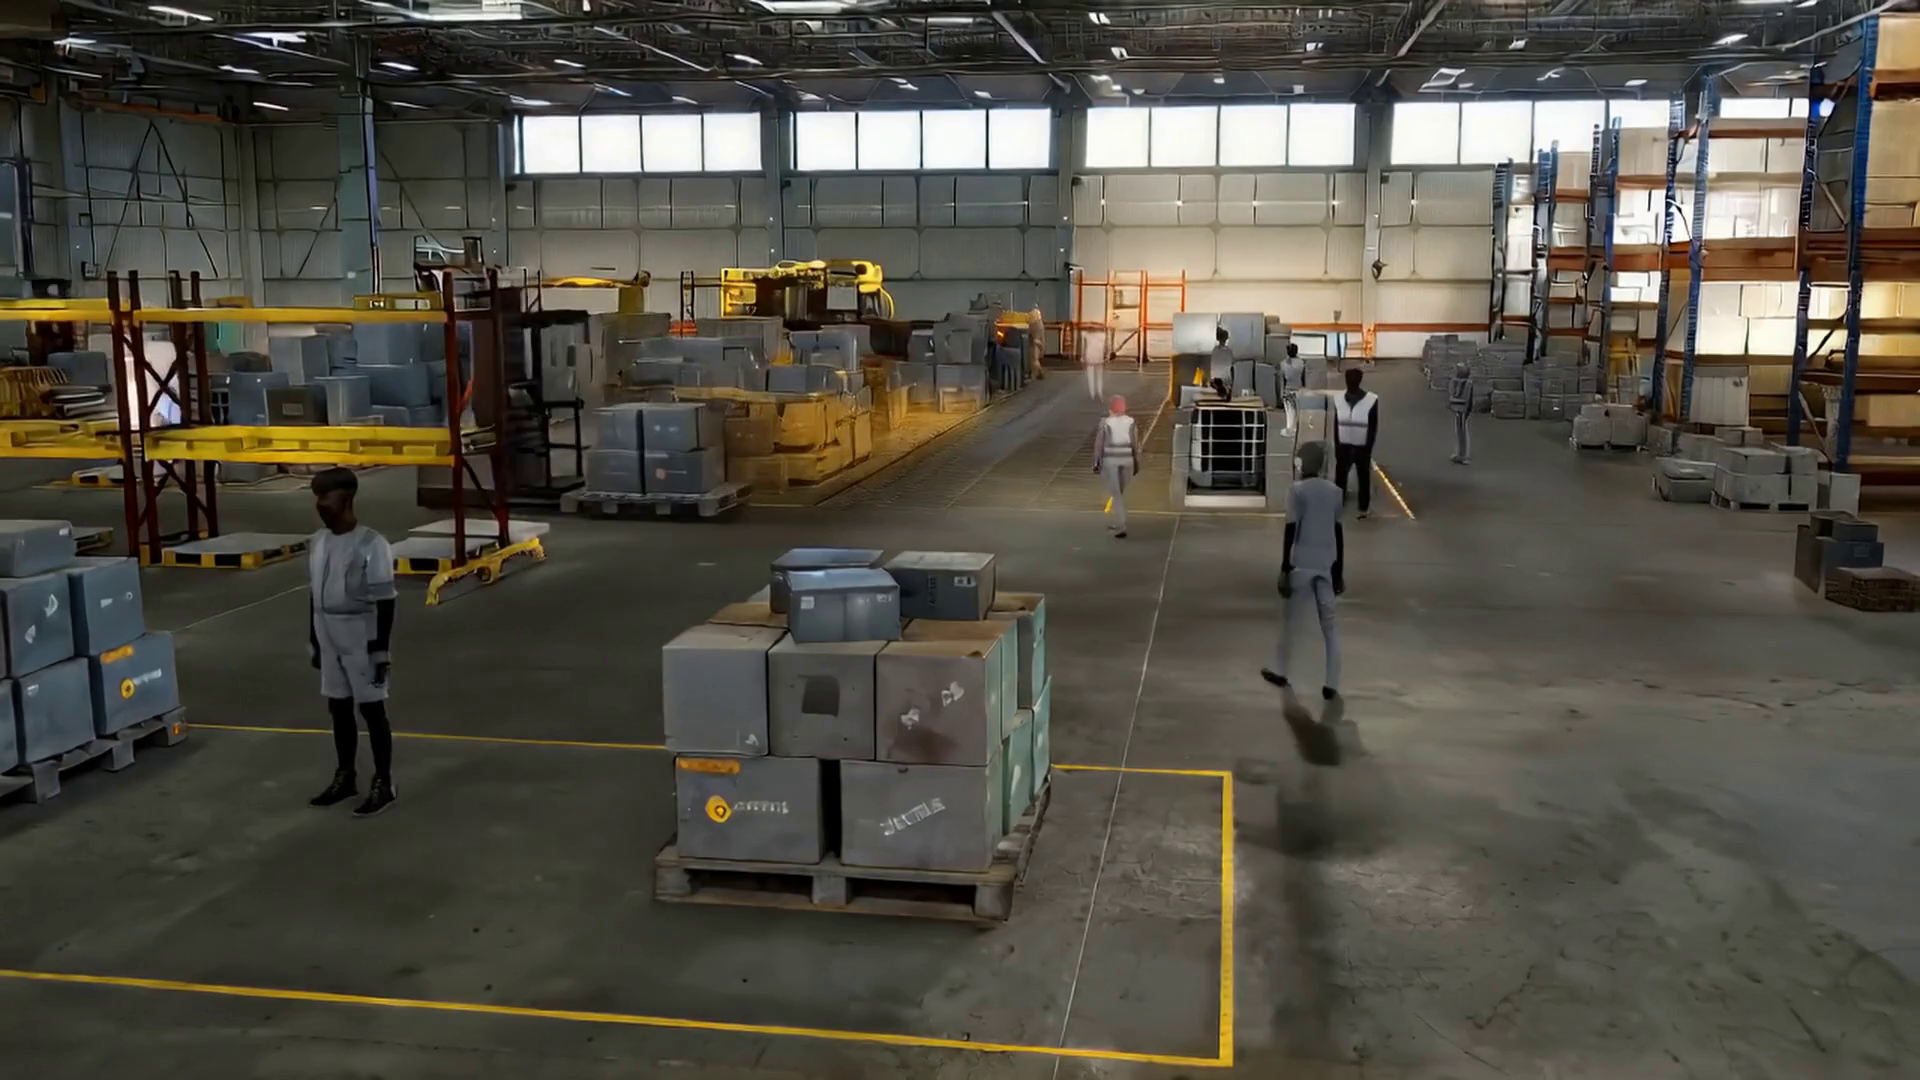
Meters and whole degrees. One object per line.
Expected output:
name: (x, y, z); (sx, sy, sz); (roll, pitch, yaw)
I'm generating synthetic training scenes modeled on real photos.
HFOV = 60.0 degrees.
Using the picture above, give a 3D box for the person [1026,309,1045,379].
person: (2.005, -5.485, 46.593); (0.875, 1.953, 0.628); (5, 11, 29)

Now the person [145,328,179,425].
person: (-15.396, -3.121, 32.099); (0.655, 1.924, 0.531); (1, 9, 4)

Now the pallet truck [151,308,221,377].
pallet truck: (-21.869, -5.598, 47.154); (0.823, 1.965, 1.885); (4, 10, 26)

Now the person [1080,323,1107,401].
person: (3.089, -4.131, 38.625); (0.655, 1.826, 0.446); (-2, 9, -12)

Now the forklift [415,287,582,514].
forklift: (-5.832, -1.794, 20.976); (1.873, 2.768, 1.129); (1, 9, 9)

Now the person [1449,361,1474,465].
person: (7.866, -1.986, 26.007); (0.314, 1.630, 0.527); (0, 9, -2)

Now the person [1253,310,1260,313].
person: (8.122, -5.339, 45.747); (0.370, 1.933, 0.553); (-9, 13, -44)

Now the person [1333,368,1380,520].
person: (4.721, -1.124, 19.983); (0.593, 1.864, 0.986); (6, 11, 32)

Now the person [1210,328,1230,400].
person: (4.976, -3.070, 31.746); (0.373, 1.940, 0.630); (-2, 9, -12)

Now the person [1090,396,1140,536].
person: (1.797, -0.866, 19.198); (0.528, 1.590, 0.865); (-2, 10, -14)

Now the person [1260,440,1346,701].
person: (2.484, 0.206, 11.933); (0.565, 1.823, 0.775); (-3, 10, -16)

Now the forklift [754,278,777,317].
forklift: (-4.944, -5.287, 42.519); (1.873, 2.768, 1.129); (1, 9, 9)

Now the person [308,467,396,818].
person: (-3.400, 0.566, 9.252); (0.627, 1.964, 0.379); (5, 10, 27)

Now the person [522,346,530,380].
person: (-7.510, -2.429, 28.121); (0.649, 1.829, 0.482); (8, 12, 41)

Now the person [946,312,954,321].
person: (-0.277, -5.325, 45.797); (0.686, 1.887, 0.836); (7, 11, 35)

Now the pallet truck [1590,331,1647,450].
pallet truck: (11.253, -2.573, 28.499); (0.823, 1.965, 1.885); (5, 10, 27)

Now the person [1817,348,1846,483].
person: (12.470, -1.775, 23.759); (0.366, 1.935, 0.552); (2, 9, 10)

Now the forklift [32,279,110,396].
forklift: (-21.349, -4.766, 39.306); (1.873, 2.768, 1.129); (1, 9, 9)

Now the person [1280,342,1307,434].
person: (6.206, -2.829, 31.001); (0.535, 1.698, 0.318); (-5, 10, -26)

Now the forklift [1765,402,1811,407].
forklift: (17.808, -4.364, 36.831); (1.873, 2.768, 1.129); (1, 9, 9)
